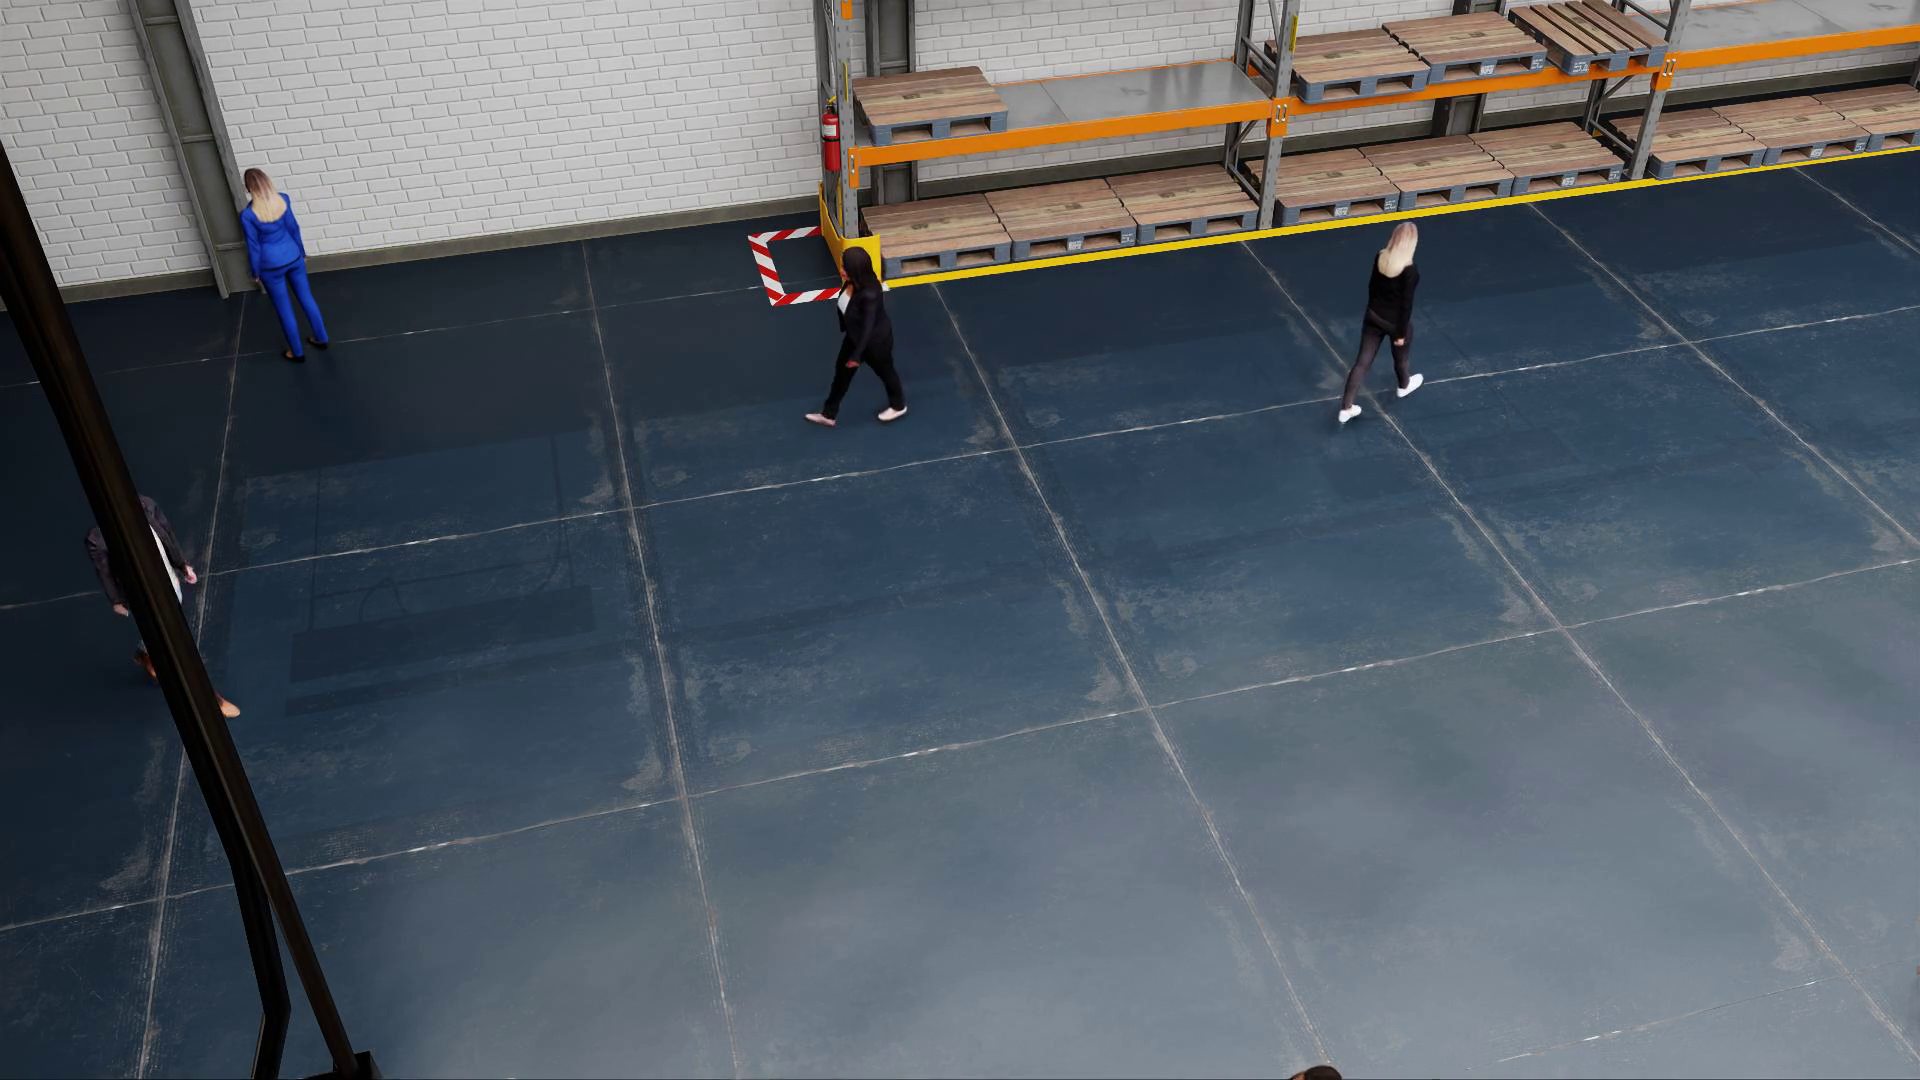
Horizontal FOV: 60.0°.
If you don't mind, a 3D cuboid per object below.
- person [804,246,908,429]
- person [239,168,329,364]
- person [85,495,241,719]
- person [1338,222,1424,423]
[{"bbox_3d":[-0.629,-1.548,12.796,1.147,1.567,0.834,-21,43,-24],"label":"person"},{"bbox_3d":[-5.524,-2.234,13.549,0.770,1.700,0.687,24,45,27],"label":"person"},{"bbox_3d":[-5.051,0.290,10.300,1.219,1.810,1.087,14,41,17],"label":"person"},{"bbox_3d":[3.226,-1.633,12.848,1.225,1.636,0.943,-26,45,-29],"label":"person"}]
